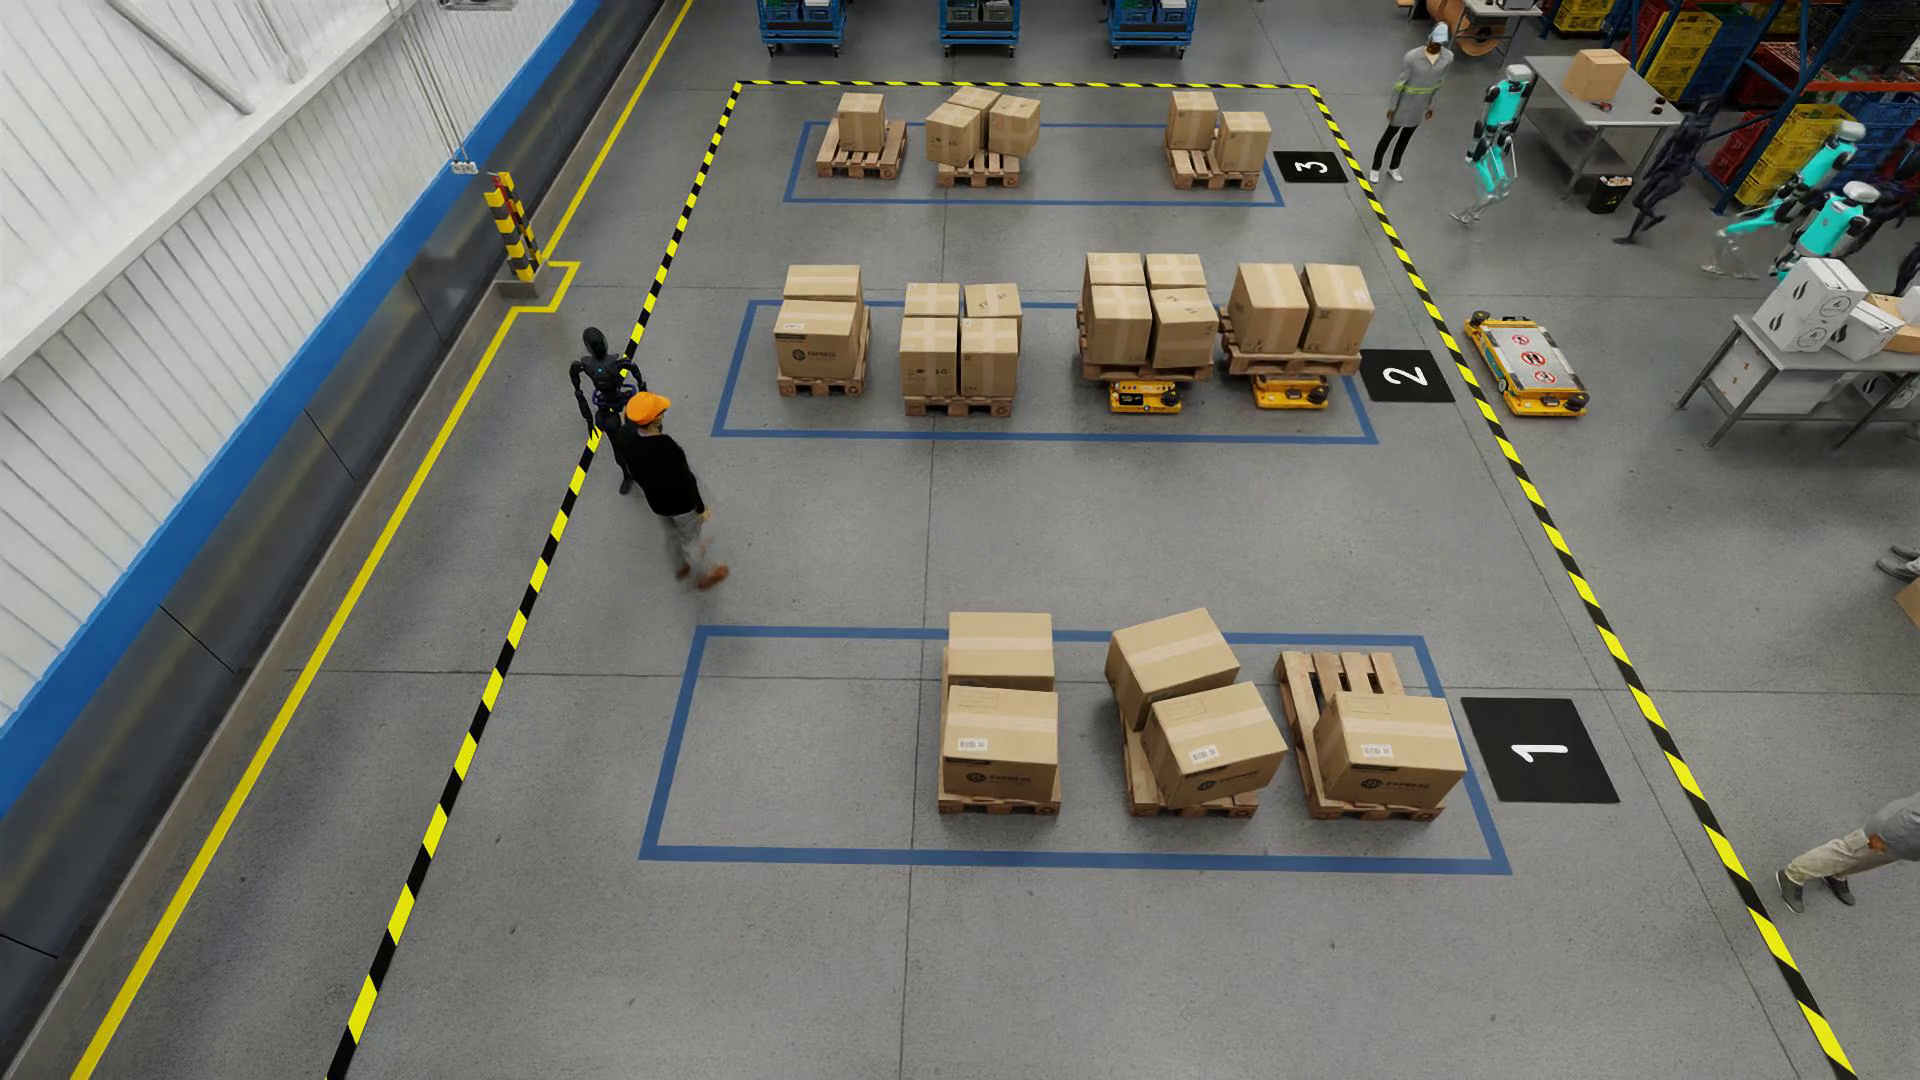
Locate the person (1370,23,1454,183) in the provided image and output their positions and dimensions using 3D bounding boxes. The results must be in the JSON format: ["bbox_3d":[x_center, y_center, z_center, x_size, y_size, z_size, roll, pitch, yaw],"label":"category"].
[{"bbox_3d":[5.435,-5.214,11.001,0.589,1.850,0.395,-2,49,-2],"label":"person"}]

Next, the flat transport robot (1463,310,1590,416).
[{"bbox_3d":[5.573,-1.757,9.054,0.659,0.231,1.431,1,49,1],"label":"flat transport robot"}]

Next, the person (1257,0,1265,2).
[{"bbox_3d":[5.053,-9.939,15.033,0.628,1.939,0.373,20,52,17],"label":"person"}]

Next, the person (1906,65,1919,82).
[{"bbox_3d":[14.026,-7.209,12.754,0.580,1.815,0.419,16,51,13],"label":"person"}]

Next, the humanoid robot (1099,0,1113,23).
[{"bbox_3d":[2.503,-9.004,14.389,0.459,1.645,0.591,-2,49,-2],"label":"humanoid robot"}]

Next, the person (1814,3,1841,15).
[{"bbox_3d":[12.460,-7.540,13.019,0.626,1.844,0.429,11,50,9],"label":"person"}]

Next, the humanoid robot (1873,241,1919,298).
[{"bbox_3d":[9.952,-3.112,9.294,0.313,1.649,0.612,37,58,27],"label":"humanoid robot"}]

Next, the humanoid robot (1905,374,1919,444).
[{"bbox_3d":[8.772,-1.705,8.055,0.538,1.737,1.028,0,49,0],"label":"humanoid robot"}]

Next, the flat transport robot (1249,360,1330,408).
[{"bbox_3d":[3.174,-1.845,9.112,0.652,0.197,1.431,1,49,1],"label":"flat transport robot"}]

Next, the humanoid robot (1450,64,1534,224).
[{"bbox_3d":[6.017,-4.312,10.205,0.533,1.677,0.735,-12,50,-10],"label":"humanoid robot"}]

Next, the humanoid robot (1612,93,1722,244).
[{"bbox_3d":[7.876,-4.048,10.111,0.526,1.645,0.604,6,49,5],"label":"humanoid robot"}]

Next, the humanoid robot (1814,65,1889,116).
[{"bbox_3d":[11.640,-6.060,11.882,0.742,1.895,0.543,-1,49,-1],"label":"humanoid robot"}]

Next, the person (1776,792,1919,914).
[{"bbox_3d":[5.379,1.618,5.140,0.573,1.767,0.395,-5,49,-4],"label":"person"}]

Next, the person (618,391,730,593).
[{"bbox_3d":[-2.112,-0.331,6.752,0.589,1.882,0.380,24,53,19],"label":"person"}]

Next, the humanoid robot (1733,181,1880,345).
[{"bbox_3d":[8.252,-2.552,8.838,0.768,1.883,0.540,-5,49,-4],"label":"humanoid robot"}]

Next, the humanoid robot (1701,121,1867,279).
[{"bbox_3d":[8.432,-3.503,9.607,0.868,1.775,0.530,14,51,12],"label":"humanoid robot"}]

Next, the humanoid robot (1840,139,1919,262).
[{"bbox_3d":[9.844,-3.643,9.751,0.330,1.644,0.601,-11,50,-9],"label":"humanoid robot"}]

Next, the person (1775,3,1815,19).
[{"bbox_3d":[12.591,-8.118,13.490,1.091,1.899,0.589,-14,51,-12],"label":"person"}]

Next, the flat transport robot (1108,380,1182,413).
[{"bbox_3d":[1.773,-1.807,9.079,0.652,0.197,1.431,1,49,1],"label":"flat transport robot"}]

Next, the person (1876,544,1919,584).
[{"bbox_3d":[7.736,-0.395,6.774,0.602,1.939,0.411,-30,55,-23],"label":"person"}]

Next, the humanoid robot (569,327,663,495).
[{"bbox_3d":[-2.774,-1.038,7.490,0.599,1.657,0.315,-7,50,-6],"label":"humanoid robot"}]
